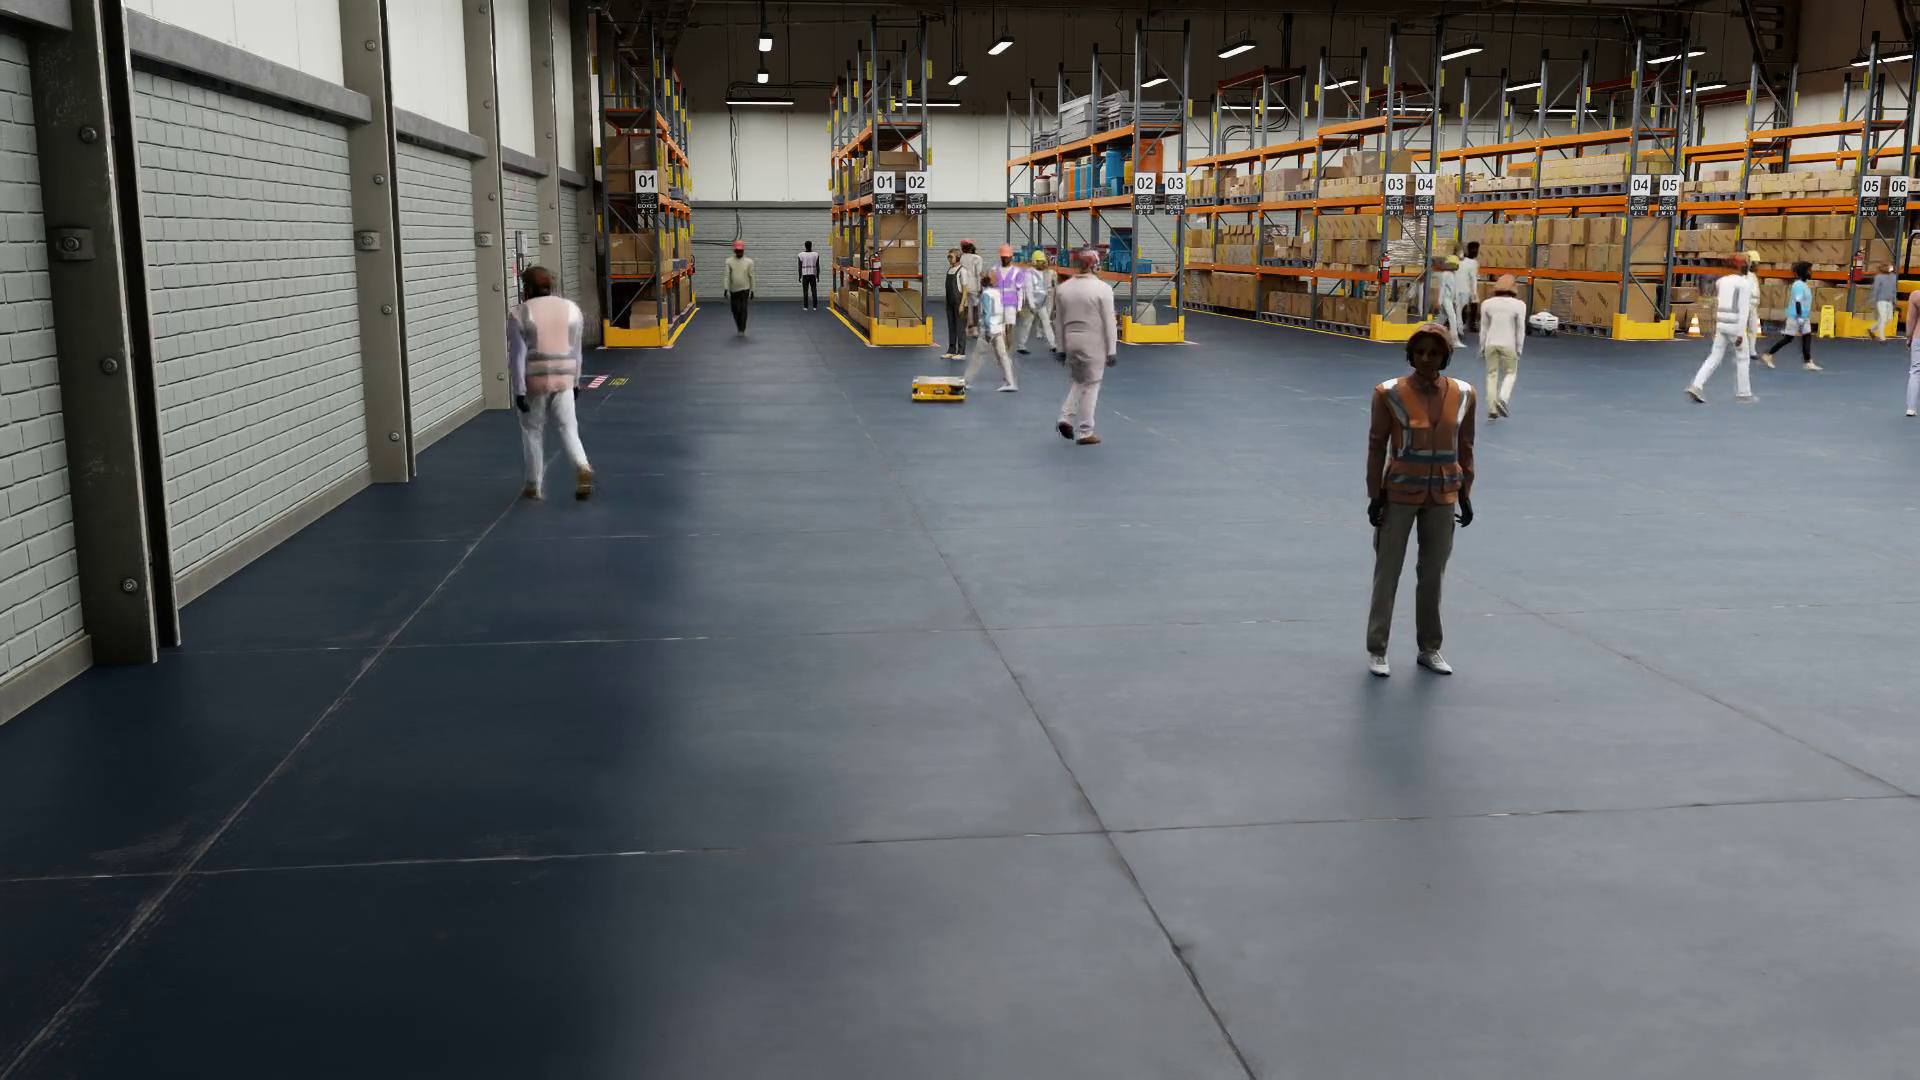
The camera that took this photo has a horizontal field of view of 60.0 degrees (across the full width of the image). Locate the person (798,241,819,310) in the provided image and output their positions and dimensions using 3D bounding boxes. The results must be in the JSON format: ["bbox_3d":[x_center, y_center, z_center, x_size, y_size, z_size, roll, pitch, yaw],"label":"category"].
[{"bbox_3d":[-4.186,-7.319,46.062,0.590,1.917,0.397,-2,10,-9],"label":"person"}]

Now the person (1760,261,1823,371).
[{"bbox_3d":[12.706,-3.409,25.315,0.827,1.669,0.531,9,14,41],"label":"person"}]

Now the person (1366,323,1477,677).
[{"bbox_3d":[2.126,-0.180,7.694,0.517,1.635,0.314,-1,10,-6],"label":"person"}]

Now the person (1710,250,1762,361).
[{"bbox_3d":[12.833,-3.845,27.309,0.592,1.807,0.739,-9,14,-42],"label":"person"}]

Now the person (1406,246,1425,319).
[{"bbox_3d":[11.420,-6.452,41.565,0.631,1.822,0.737,-1,10,-8],"label":"person"}]

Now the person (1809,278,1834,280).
[{"bbox_3d":[19.748,-5.921,38.221,0.604,1.986,0.405,2,10,9],"label":"person"}]

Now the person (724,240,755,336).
[{"bbox_3d":[-4.522,-5.181,34.199,0.623,1.975,0.835,1,10,4],"label":"person"}]

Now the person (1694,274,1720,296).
[{"bbox_3d":[18.917,-6.593,42.096,0.645,1.915,0.827,-1,10,-6],"label":"person"}]

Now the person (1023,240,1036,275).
[{"bbox_3d":[2.225,-8.329,51.531,0.632,1.940,0.372,-2,11,-12],"label":"person"}]

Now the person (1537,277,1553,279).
[{"bbox_3d":[17.557,-8.023,49.716,0.638,1.996,0.940,-5,11,-24],"label":"person"}]

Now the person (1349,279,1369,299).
[{"bbox_3d":[10.546,-6.892,43.978,0.568,1.826,0.729,-1,10,-4],"label":"person"}]

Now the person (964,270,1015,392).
[{"bbox_3d":[0.335,-2.734,21.778,0.875,1.589,0.540,4,11,23],"label":"person"}]

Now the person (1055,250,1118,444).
[{"bbox_3d":[1.258,-1.880,16.308,0.642,1.894,0.428,9,14,42],"label":"person"}]

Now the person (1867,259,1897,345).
[{"bbox_3d":[17.397,-4.492,31.359,0.512,1.619,0.529,-4,11,-21],"label":"person"}]

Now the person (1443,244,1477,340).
[{"bbox_3d":[9.926,-4.929,33.116,0.651,1.887,1.035,0,10,-2],"label":"person"}]

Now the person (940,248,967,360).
[{"bbox_3d":[-0.086,-3.894,27.479,0.345,1.847,0.508,-8,13,-36],"label":"person"}]

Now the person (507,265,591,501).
[{"bbox_3d":[-3.134,-1.182,12.693,0.626,1.822,0.782,-8,13,-36],"label":"person"}]

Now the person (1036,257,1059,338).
[{"bbox_3d":[1.728,-4.838,33.266,0.524,1.623,0.518,-2,10,-8],"label":"person"}]

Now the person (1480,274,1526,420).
[{"bbox_3d":[6.012,-2.134,18.460,0.498,1.620,0.356,6,12,31],"label":"person"}]

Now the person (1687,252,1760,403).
[{"bbox_3d":[9.348,-2.576,20.263,0.932,1.855,0.585,-3,11,-18],"label":"person"}]

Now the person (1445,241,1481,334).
[{"bbox_3d":[10.617,-5.296,34.901,0.620,1.942,0.754,-6,12,-32],"label":"person"}]

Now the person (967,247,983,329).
[{"bbox_3d":[0.225,-5.571,36.654,0.508,1.853,0.500,-2,11,-12],"label":"person"}]

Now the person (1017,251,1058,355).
[{"bbox_3d":[1.365,-4.031,28.391,0.924,1.782,0.621,8,13,36],"label":"person"}]

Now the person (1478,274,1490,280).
[{"bbox_3d":[15.238,-7.745,48.666,0.533,1.826,0.978,2,10,9],"label":"person"}]

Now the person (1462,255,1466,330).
[{"bbox_3d":[10.811,-5.388,36.067,0.536,1.700,0.318,3,11,14],"label":"person"}]

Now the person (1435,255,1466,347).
[{"bbox_3d":[9.023,-4.443,30.906,0.881,1.698,0.488,9,13,39],"label":"person"}]

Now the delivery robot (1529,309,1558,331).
[{"bbox_3d":[11.881,-4.458,33.850,0.477,0.478,0.707,-1,10,-5],"label":"delivery robot"}]

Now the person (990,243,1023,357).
[{"bbox_3d":[0.731,-3.743,26.425,0.568,1.922,0.609,3,11,14],"label":"person"}]

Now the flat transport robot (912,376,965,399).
[{"bbox_3d":[-0.269,-1.927,21.010,0.652,0.197,1.431,0,10,0],"label":"flat transport robot"}]

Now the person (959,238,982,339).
[{"bbox_3d":[0.152,-5.012,33.183,0.624,1.995,0.613,3,11,17],"label":"person"}]

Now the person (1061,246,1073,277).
[{"bbox_3d":[2.995,-7.560,47.790,0.523,1.769,0.313,-2,11,-12],"label":"person"}]

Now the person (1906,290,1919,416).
[{"bbox_3d":[10.929,-2.254,18.718,0.329,1.763,0.523,-9,14,-41],"label":"person"}]
